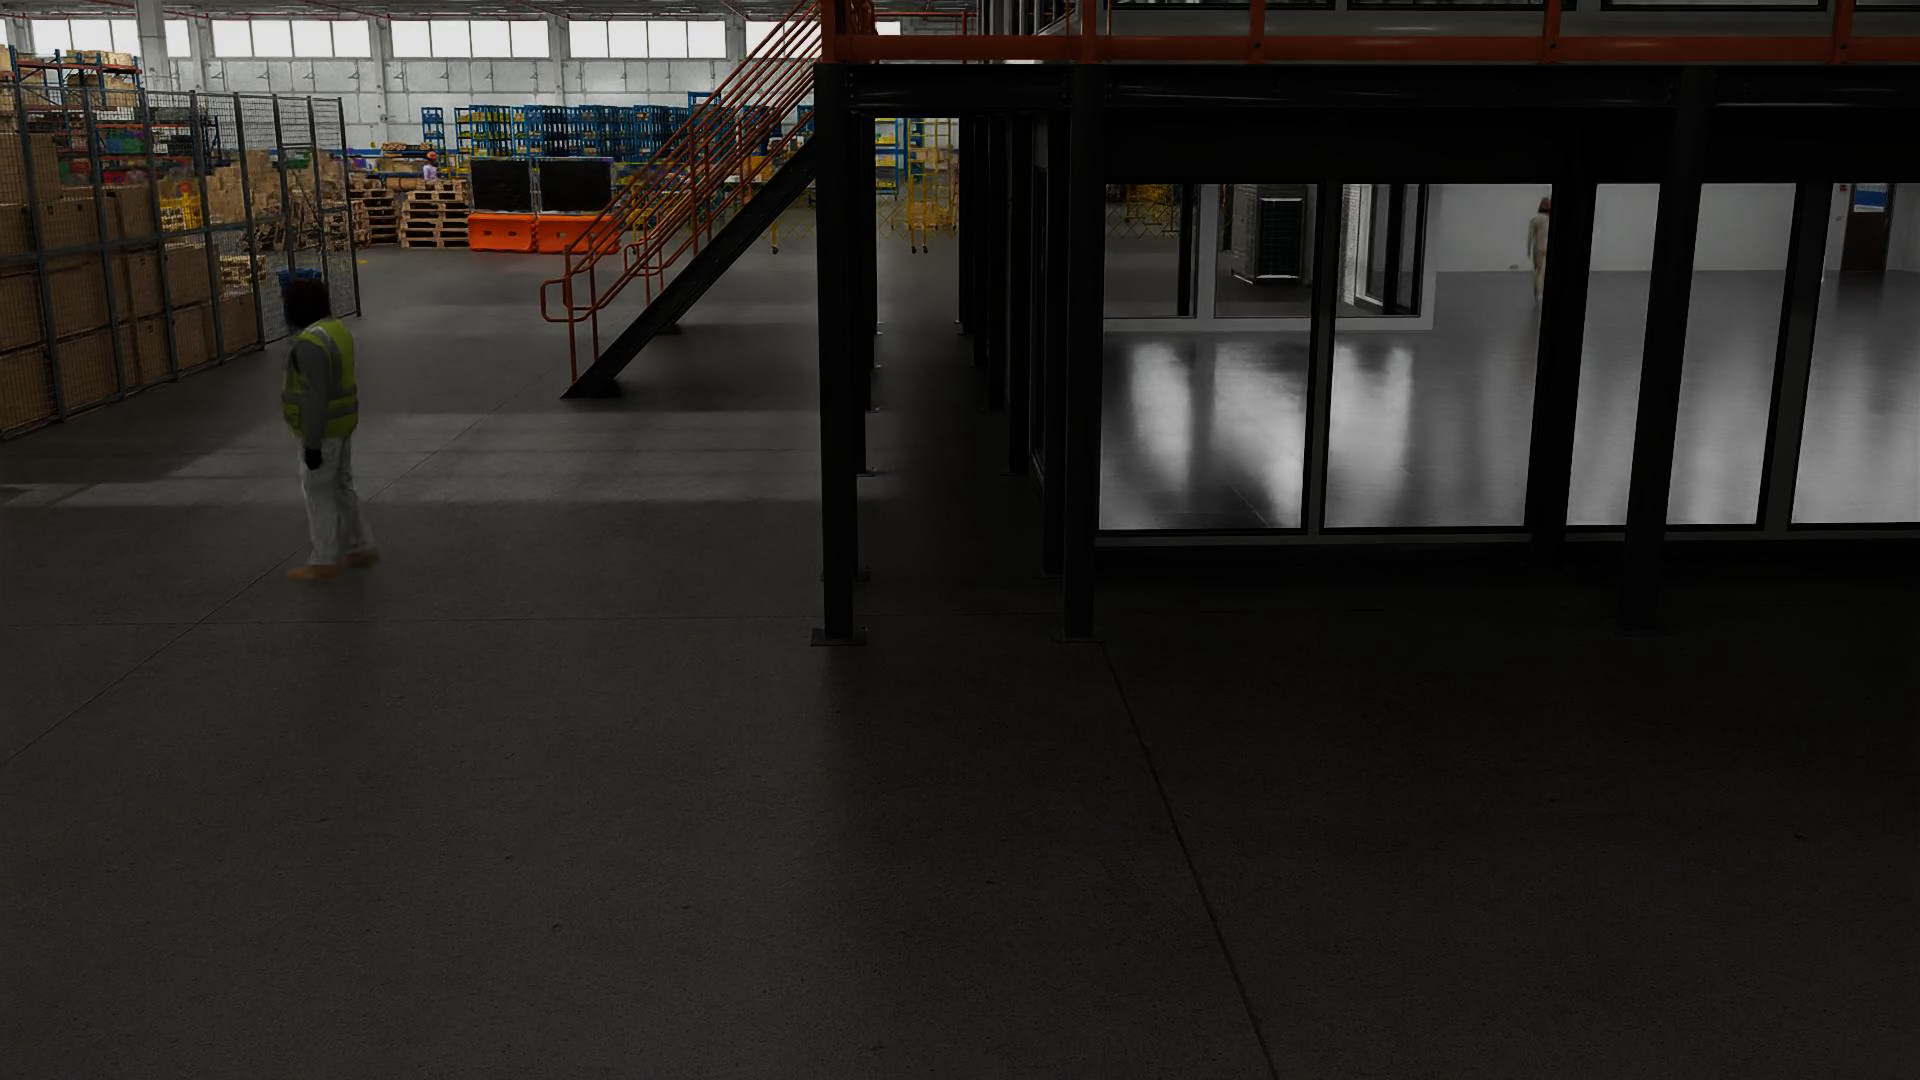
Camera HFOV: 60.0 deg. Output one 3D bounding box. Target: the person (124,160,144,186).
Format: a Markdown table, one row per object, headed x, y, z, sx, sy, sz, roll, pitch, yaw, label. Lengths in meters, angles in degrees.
| x | y | z | sx | sy | sz | roll | pitch | yaw | label |
| --- | --- | --- | --- | --- | --- | --- | --- | --- | --- |
| -23.690 | -10.001 | 47.651 | 0.545 | 1.724 | 0.890 | 1 | 14 | 2 | person |

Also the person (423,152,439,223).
| x | y | z | sx | sy | sz | roll | pitch | yaw | label |
| --- | --- | --- | --- | --- | --- | --- | --- | --- | --- |
| -13.908 | -9.211 | 43.889 | 0.413 | 2.030 | 0.612 | -11 | 17 | -36 | person |

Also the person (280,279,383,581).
| x | y | z | sx | sy | sz | roll | pitch | yaw | label |
| --- | --- | --- | --- | --- | --- | --- | --- | --- | --- |
| -3.877 | -0.658 | 10.140 | 0.518 | 1.851 | 0.638 | -1 | 14 | -5 | person |

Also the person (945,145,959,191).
| x | y | z | sx | sy | sz | roll | pitch | yaw | label |
| --- | --- | --- | --- | --- | --- | --- | --- | --- | --- |
| -0.265 | -15.561 | 69.600 | 0.669 | 1.850 | 0.980 | -12 | 19 | -41 | person |

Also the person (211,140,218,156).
| x | y | z | sx | sy | sz | roll | pitch | yaw | label |
| --- | --- | --- | --- | --- | --- | --- | --- | --- | --- |
| -38.340 | -19.617 | 85.648 | 0.604 | 1.940 | 0.401 | 7 | 16 | 25 | person |

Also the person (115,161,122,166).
| x | y | z | sx | sy | sz | roll | pitch | yaw | label |
| --- | --- | --- | --- | --- | --- | --- | --- | --- | --- |
| -39.914 | -17.865 | 78.676 | 0.541 | 1.912 | 0.786 | 0 | 14 | -1 | person |

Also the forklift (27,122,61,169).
| x | y | z | sx | sy | sz | roll | pitch | yaw | label |
| --- | --- | --- | --- | --- | --- | --- | --- | --- | --- |
| -35.376 | -14.773 | 64.377 | 1.129 | 2.768 | 1.873 | -1 | 14 | -2 | forklift |
